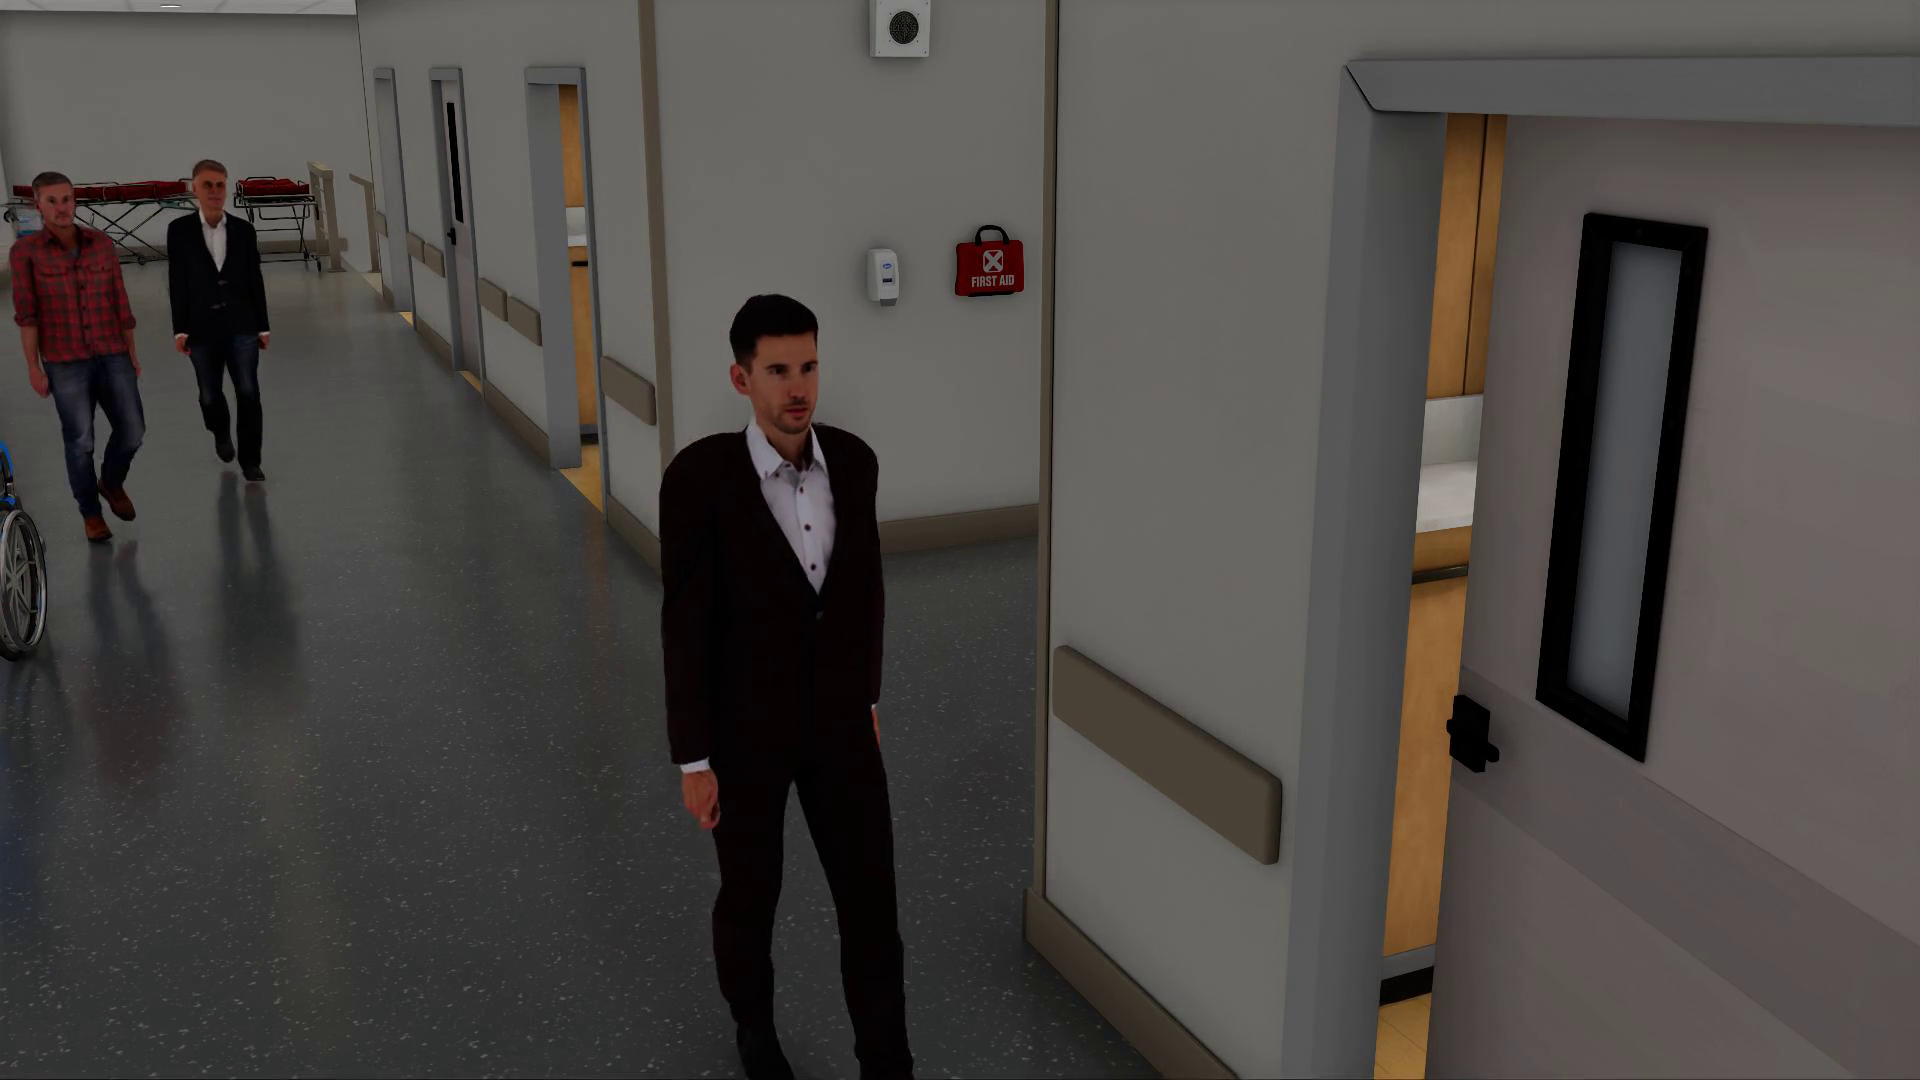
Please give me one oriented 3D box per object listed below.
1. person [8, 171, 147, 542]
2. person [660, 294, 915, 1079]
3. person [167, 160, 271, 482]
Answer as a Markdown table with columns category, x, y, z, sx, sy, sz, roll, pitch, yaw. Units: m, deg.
| category | x | y | z | sx | sy | sz | roll | pitch | yaw |
| --- | --- | --- | --- | --- | --- | --- | --- | --- | --- |
| person | -4.405 | -0.914 | 8.313 | 0.808 | 1.817 | 0.824 | -14 | 21 | -41 |
| person | -0.418 | 0.385 | 3.667 | 0.715 | 1.838 | 1.006 | -8 | 18 | -27 |
| person | -4.263 | -1.252 | 9.562 | 0.647 | 1.789 | 1.061 | -7 | 17 | -24 |
